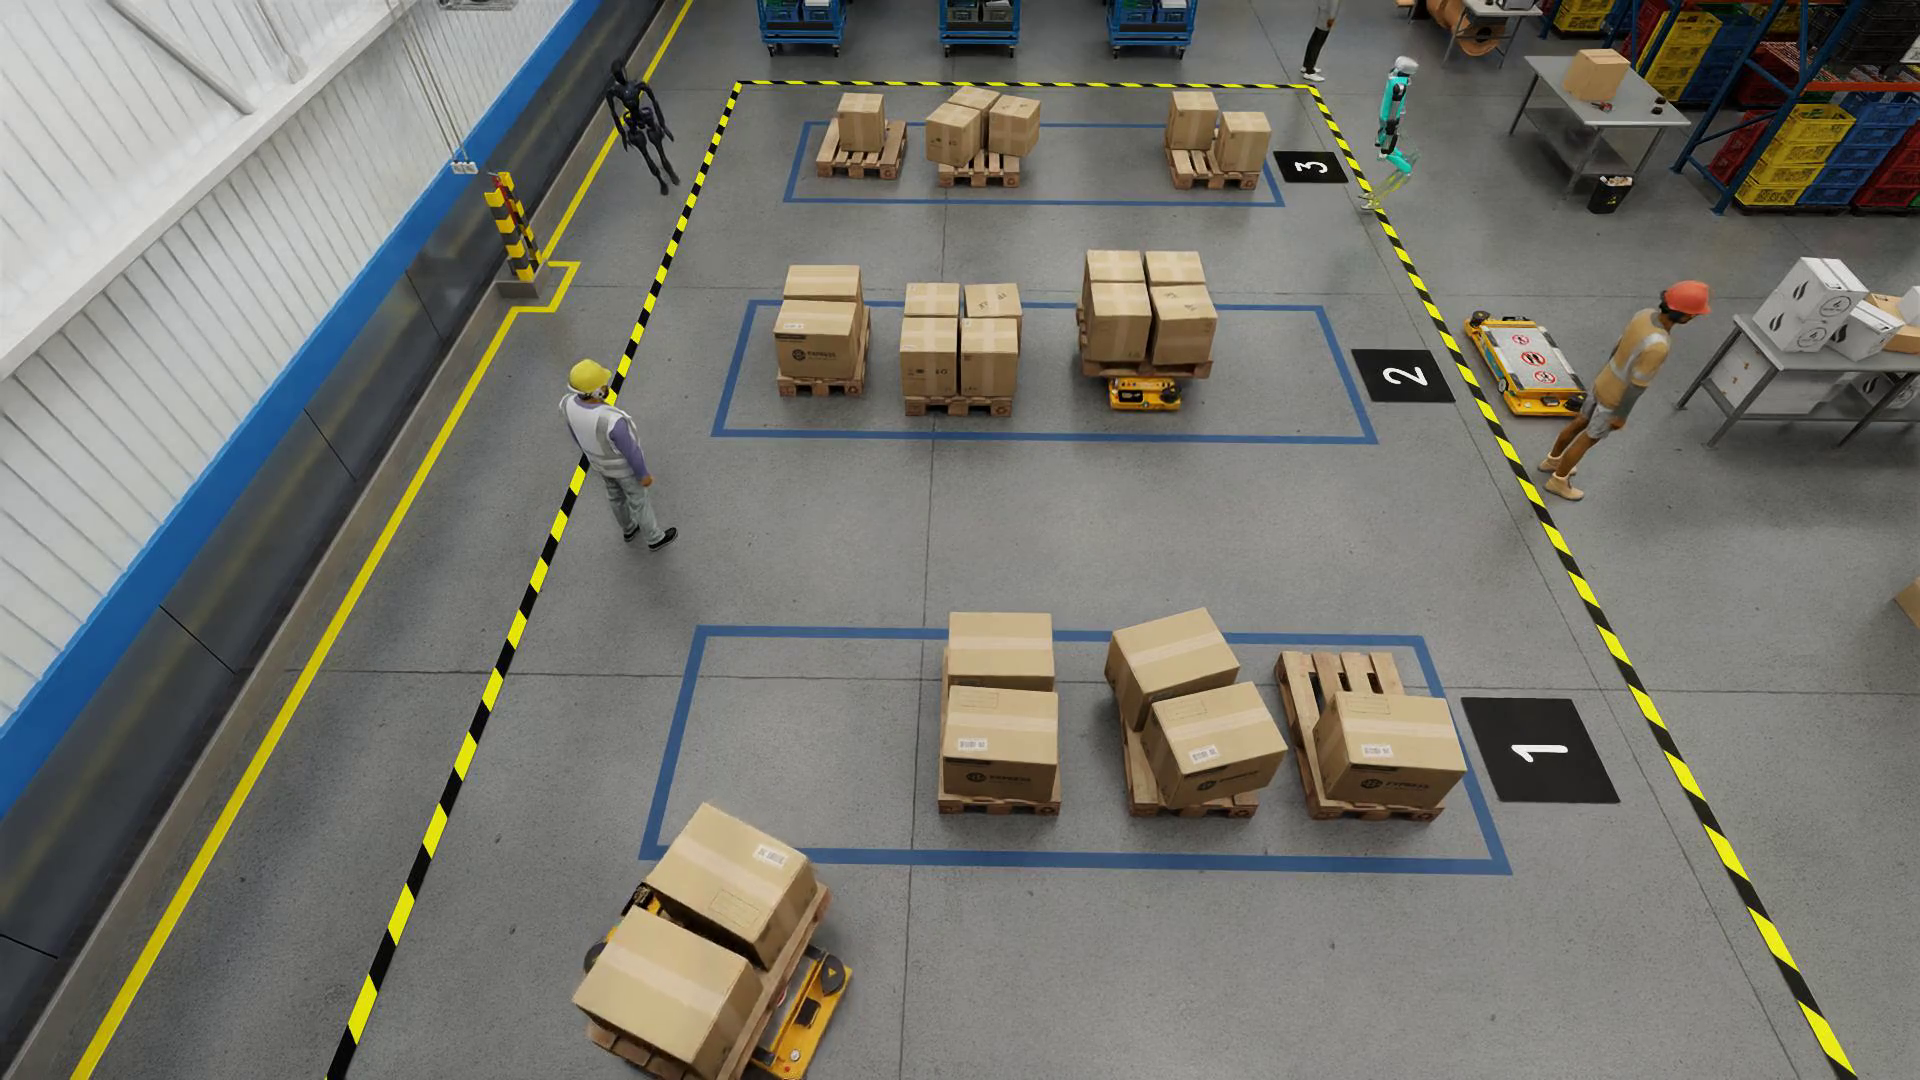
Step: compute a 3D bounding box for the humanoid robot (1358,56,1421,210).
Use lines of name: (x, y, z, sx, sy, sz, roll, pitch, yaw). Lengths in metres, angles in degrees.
humanoid robot: (5.037, -4.591, 10.450, 0.735, 1.673, 0.533, 9, 50, 8)

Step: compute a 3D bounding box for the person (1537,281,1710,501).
person: (5.317, -1.190, 7.391, 0.375, 2.045, 0.605, 13, 50, 11)

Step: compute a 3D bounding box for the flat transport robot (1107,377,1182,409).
flat transport robot: (1.774, -1.844, 9.111, 0.652, 0.197, 1.431, 1, 49, 1)

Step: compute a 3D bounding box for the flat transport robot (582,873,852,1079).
flat transport robot: (-1.420, 2.510, 5.342, 1.431, 0.197, 0.652, 18, 51, 15)

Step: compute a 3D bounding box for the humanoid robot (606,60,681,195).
humanoid robot: (-3.729, -4.862, 10.817, 0.632, 1.625, 0.481, -10, 50, -9)

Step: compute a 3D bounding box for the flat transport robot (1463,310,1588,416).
flat transport robot: (5.573, -1.757, 9.054, 0.659, 0.231, 1.431, 1, 49, 1)

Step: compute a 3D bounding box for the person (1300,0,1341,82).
person: (5.278, -7.548, 13.019, 0.401, 1.851, 0.590, 6, 49, 6)

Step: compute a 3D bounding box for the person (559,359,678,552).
person: (-2.625, -0.625, 7.039, 0.601, 1.830, 0.404, 22, 53, 18)
